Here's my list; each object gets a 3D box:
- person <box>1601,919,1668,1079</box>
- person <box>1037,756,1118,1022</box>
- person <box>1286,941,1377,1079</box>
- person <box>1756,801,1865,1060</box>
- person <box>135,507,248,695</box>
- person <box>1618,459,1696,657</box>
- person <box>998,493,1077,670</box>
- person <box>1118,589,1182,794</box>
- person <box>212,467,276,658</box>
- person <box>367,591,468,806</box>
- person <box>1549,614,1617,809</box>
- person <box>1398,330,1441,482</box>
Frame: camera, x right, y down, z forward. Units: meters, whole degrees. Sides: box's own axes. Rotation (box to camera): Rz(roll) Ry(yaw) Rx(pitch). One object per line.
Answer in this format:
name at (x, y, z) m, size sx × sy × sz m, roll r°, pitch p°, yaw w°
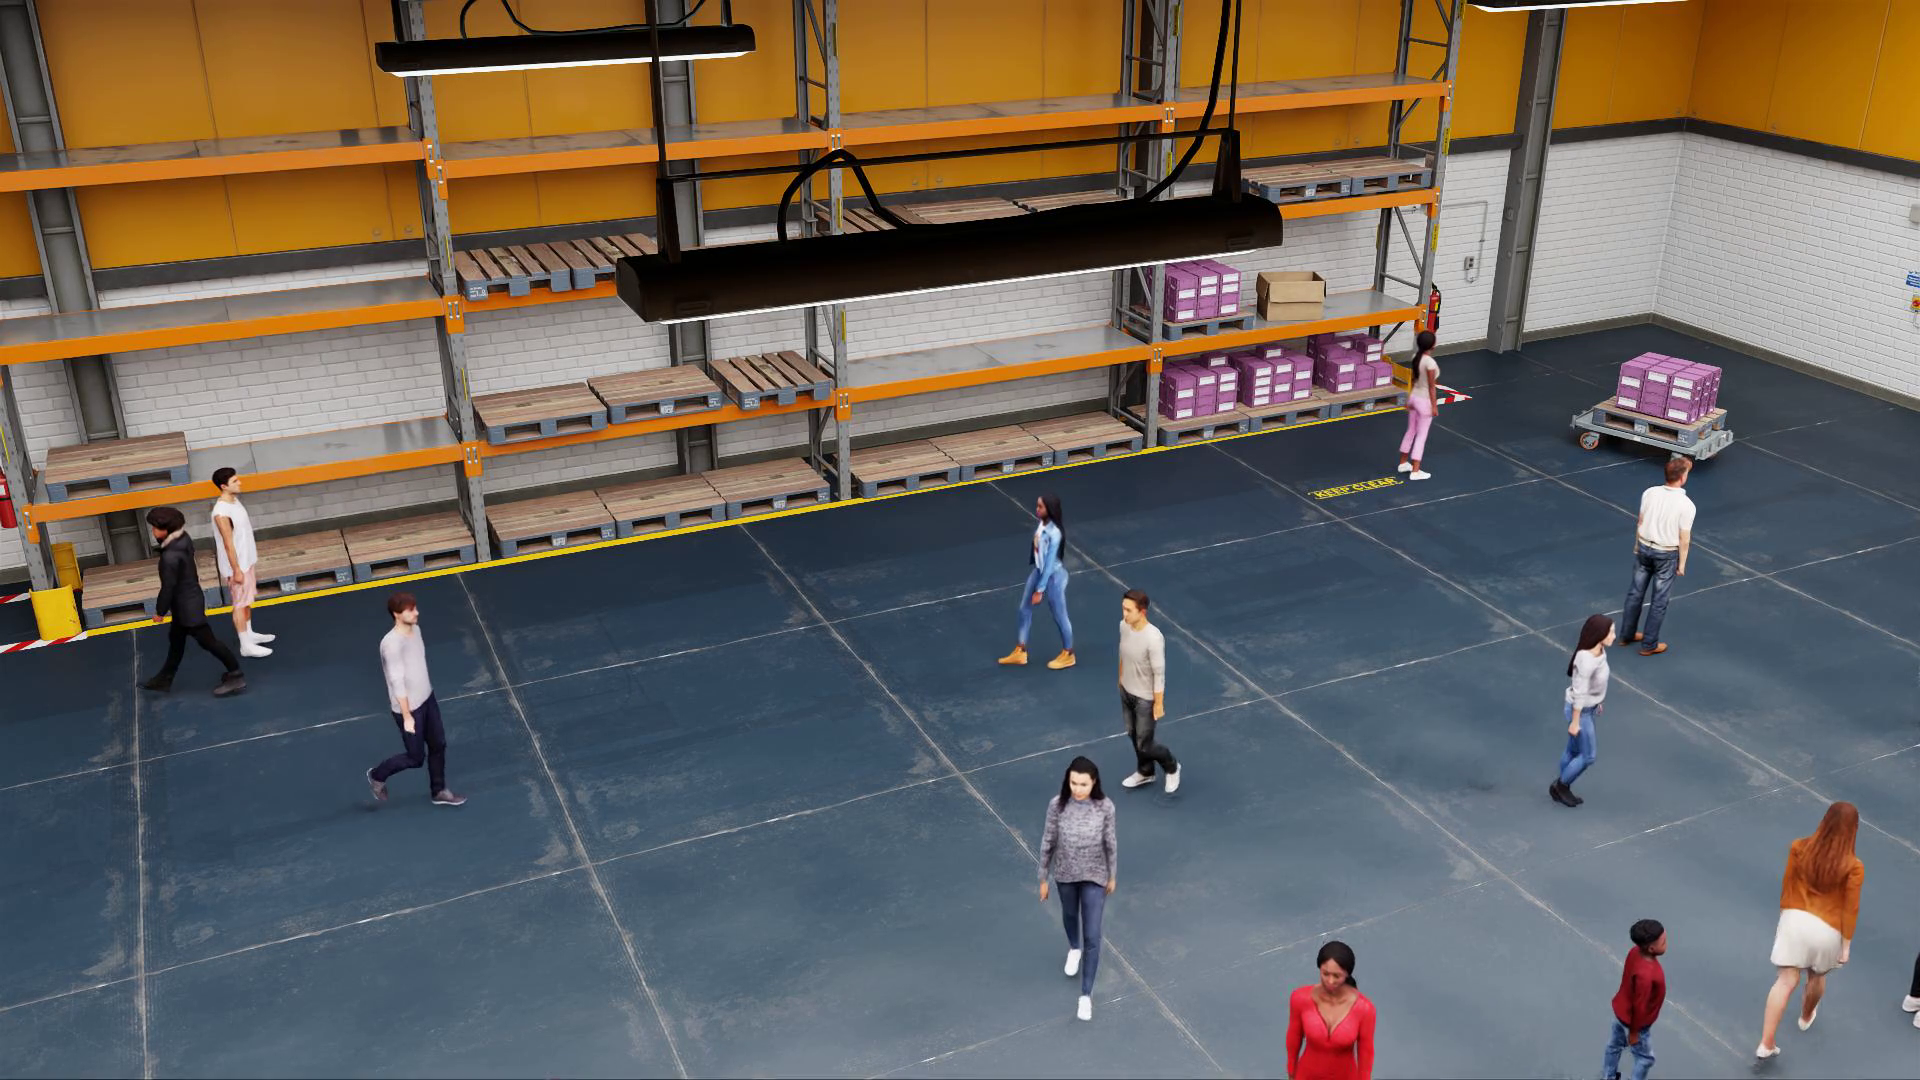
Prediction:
person at (3.912, 2.773, 9.788) m, size 0.692 × 1.247 × 0.638 m, roll 4°, pitch 24°, yaw 10°
person at (0.788, 2.112, 10.733) m, size 1.075 × 1.699 × 1.083 m, roll 5°, pitch 24°, yaw 11°
person at (1.988, 2.877, 8.903) m, size 1.029 × 1.765 × 1.042 m, roll 6°, pitch 24°, yaw 14°
person at (5.120, 2.406, 10.087) m, size 0.911 × 1.679 × 1.125 m, roll 20°, pitch 30°, yaw 38°
person at (-6.529, 0.561, 14.249) m, size 1.134 × 1.726 × 0.691 m, roll -8°, pitch 25°, yaw -17°
person at (6.300, 0.141, 15.057) m, size 0.629 × 1.849 × 0.701 m, roll -17°, pitch 29°, yaw -33°
person at (0.880, 0.384, 14.702) m, size 0.955 × 1.687 × 0.673 m, roll -8°, pitch 25°, yaw -17°
person at (1.462, 1.160, 12.820) m, size 0.825 × 1.773 × 0.746 m, roll -15°, pitch 28°, yaw -31°
person at (-6.543, 0.186, 15.029) m, size 0.656 × 1.788 × 0.691 m, roll -5°, pitch 24°, yaw -11°
person at (-4.218, 1.238, 12.579) m, size 1.083 × 1.823 × 0.976 m, roll 4°, pitch 24°, yaw 9°
person at (4.670, 1.297, 12.696) m, size 0.774 × 1.622 × 0.678 m, roll 13°, pitch 27°, yaw 27°
person at (5.273, -1.561, 19.089) m, size 0.557 × 1.739 × 0.601 m, roll -6°, pitch 24°, yaw -14°
